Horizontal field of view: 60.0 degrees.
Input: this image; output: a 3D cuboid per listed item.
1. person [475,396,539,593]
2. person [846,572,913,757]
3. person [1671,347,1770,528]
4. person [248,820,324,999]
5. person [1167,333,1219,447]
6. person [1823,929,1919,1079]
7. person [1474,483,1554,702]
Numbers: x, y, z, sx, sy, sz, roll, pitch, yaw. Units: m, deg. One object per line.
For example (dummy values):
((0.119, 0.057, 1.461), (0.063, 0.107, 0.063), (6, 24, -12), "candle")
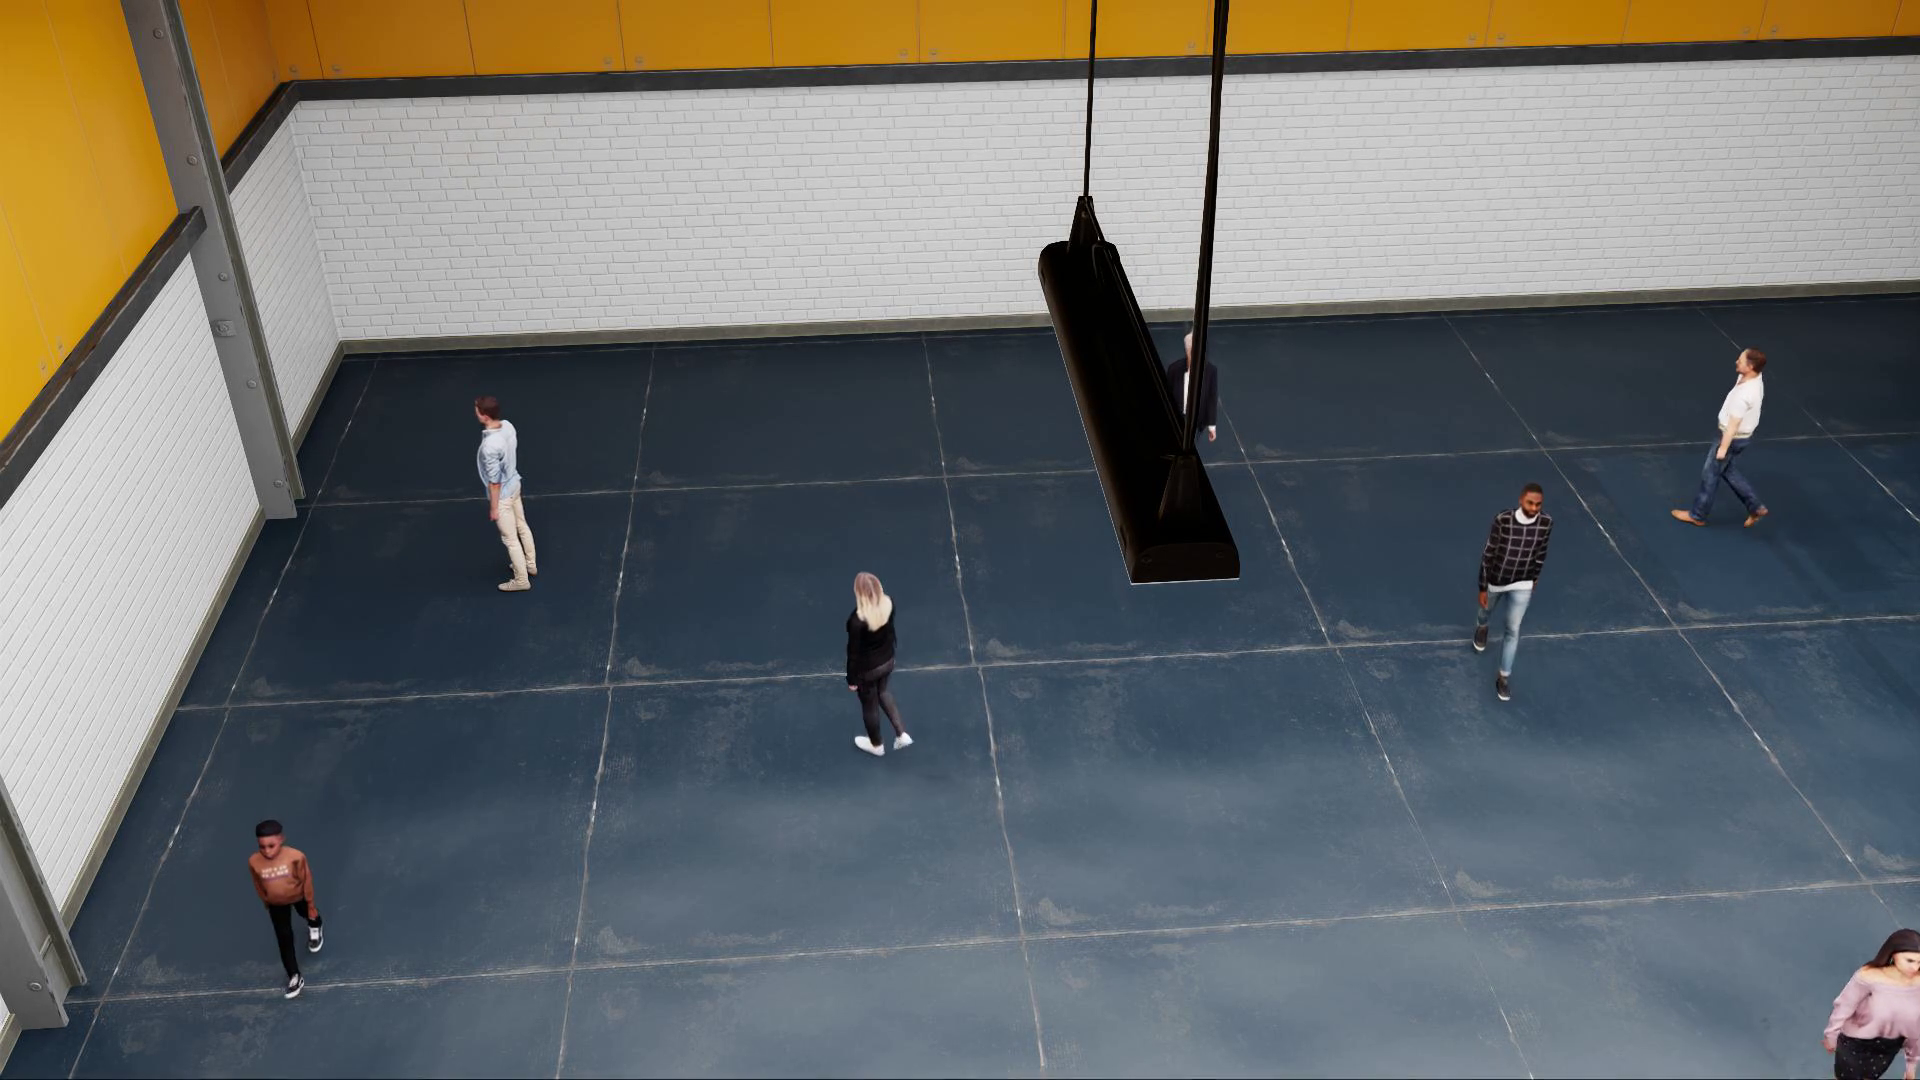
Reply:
((-3.886, -0.408, 14.193), (0.759, 1.848, 0.555), (4, 34, 6), "person")
((-0.568, 0.971, 12.273), (0.912, 1.678, 0.853), (25, 41, 32), "person")
((7.005, -0.872, 14.899), (1.117, 1.840, 1.065), (24, 40, 31), "person")
((-4.318, 2.261, 10.750), (0.586, 1.215, 0.923), (-6, 34, -9), "person")
((2.042, -1.131, 15.265), (0.836, 1.735, 1.125), (1, 34, 2), "person")
((5.083, 2.812, 9.392), (0.649, 1.800, 0.640), (2, 34, 3), "person")
((4.337, 0.271, 13.248), (0.895, 1.762, 1.317), (6, 34, 9), "person")
